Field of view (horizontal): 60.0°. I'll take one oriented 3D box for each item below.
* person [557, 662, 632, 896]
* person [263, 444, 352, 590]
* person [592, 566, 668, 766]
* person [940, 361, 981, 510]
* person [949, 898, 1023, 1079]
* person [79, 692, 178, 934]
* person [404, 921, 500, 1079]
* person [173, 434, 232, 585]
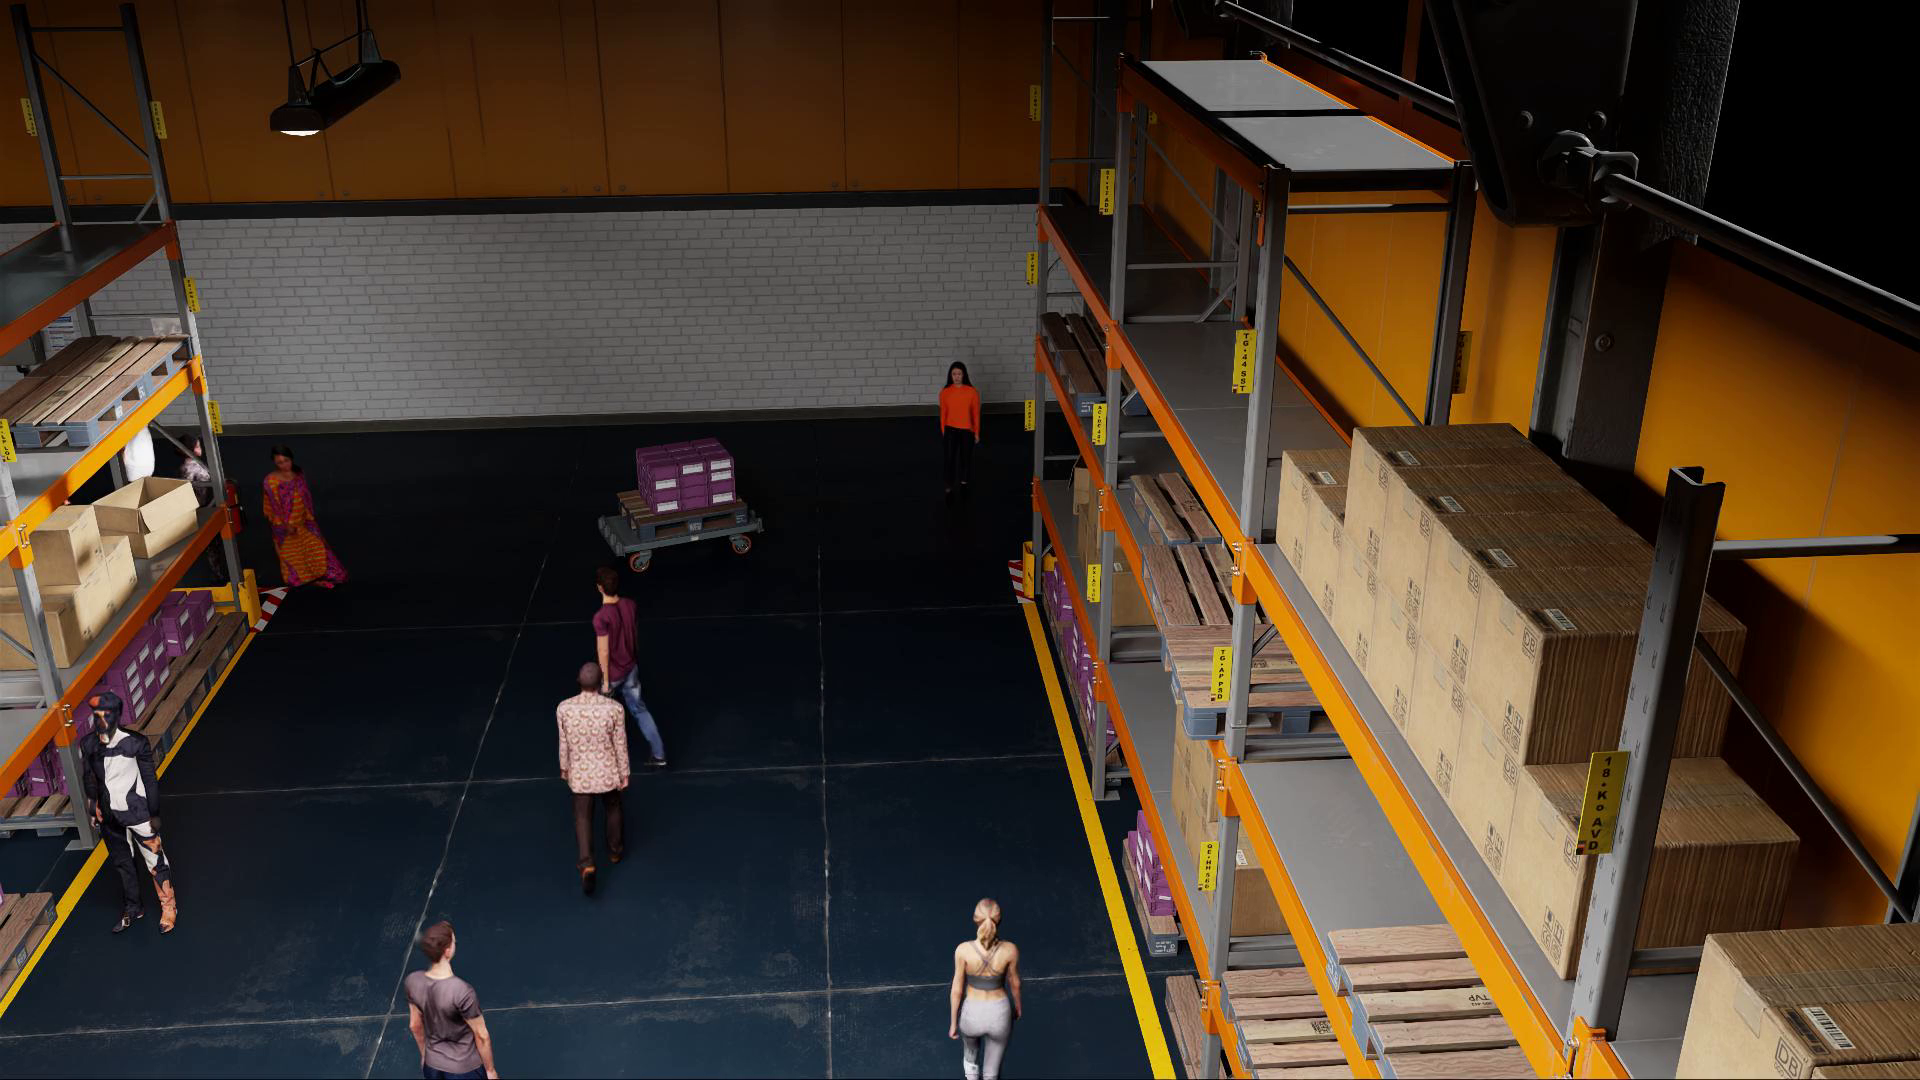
[{"bbox_3d":[-2.746,1.785,12.455,0.726,1.780,1.072,-3,24,-8],"label":"person"},{"bbox_3d":[-6.953,-0.228,17.234,1.179,1.641,1.164,14,27,29],"label":"person"},{"bbox_3d":[-2.810,1.114,13.955,1.214,1.808,1.199,16,28,32],"label":"person"},{"bbox_3d":[0.007,-1.289,19.549,0.672,1.731,0.846,0,24,-1],"label":"person"},{"bbox_3d":[0.154,2.931,9.944,0.638,1.691,0.792,0,24,1],"label":"person"},{"bbox_3d":[-5.981,1.945,11.941,0.699,1.898,0.613,1,24,2],"label":"person"},{"bbox_3d":[-2.908,3.007,9.562,0.721,1.858,0.681,7,25,15],"label":"person"},{"bbox_3d":[-8.001,-0.281,17.289,0.681,1.694,0.860,-5,24,-11],"label":"person"}]
